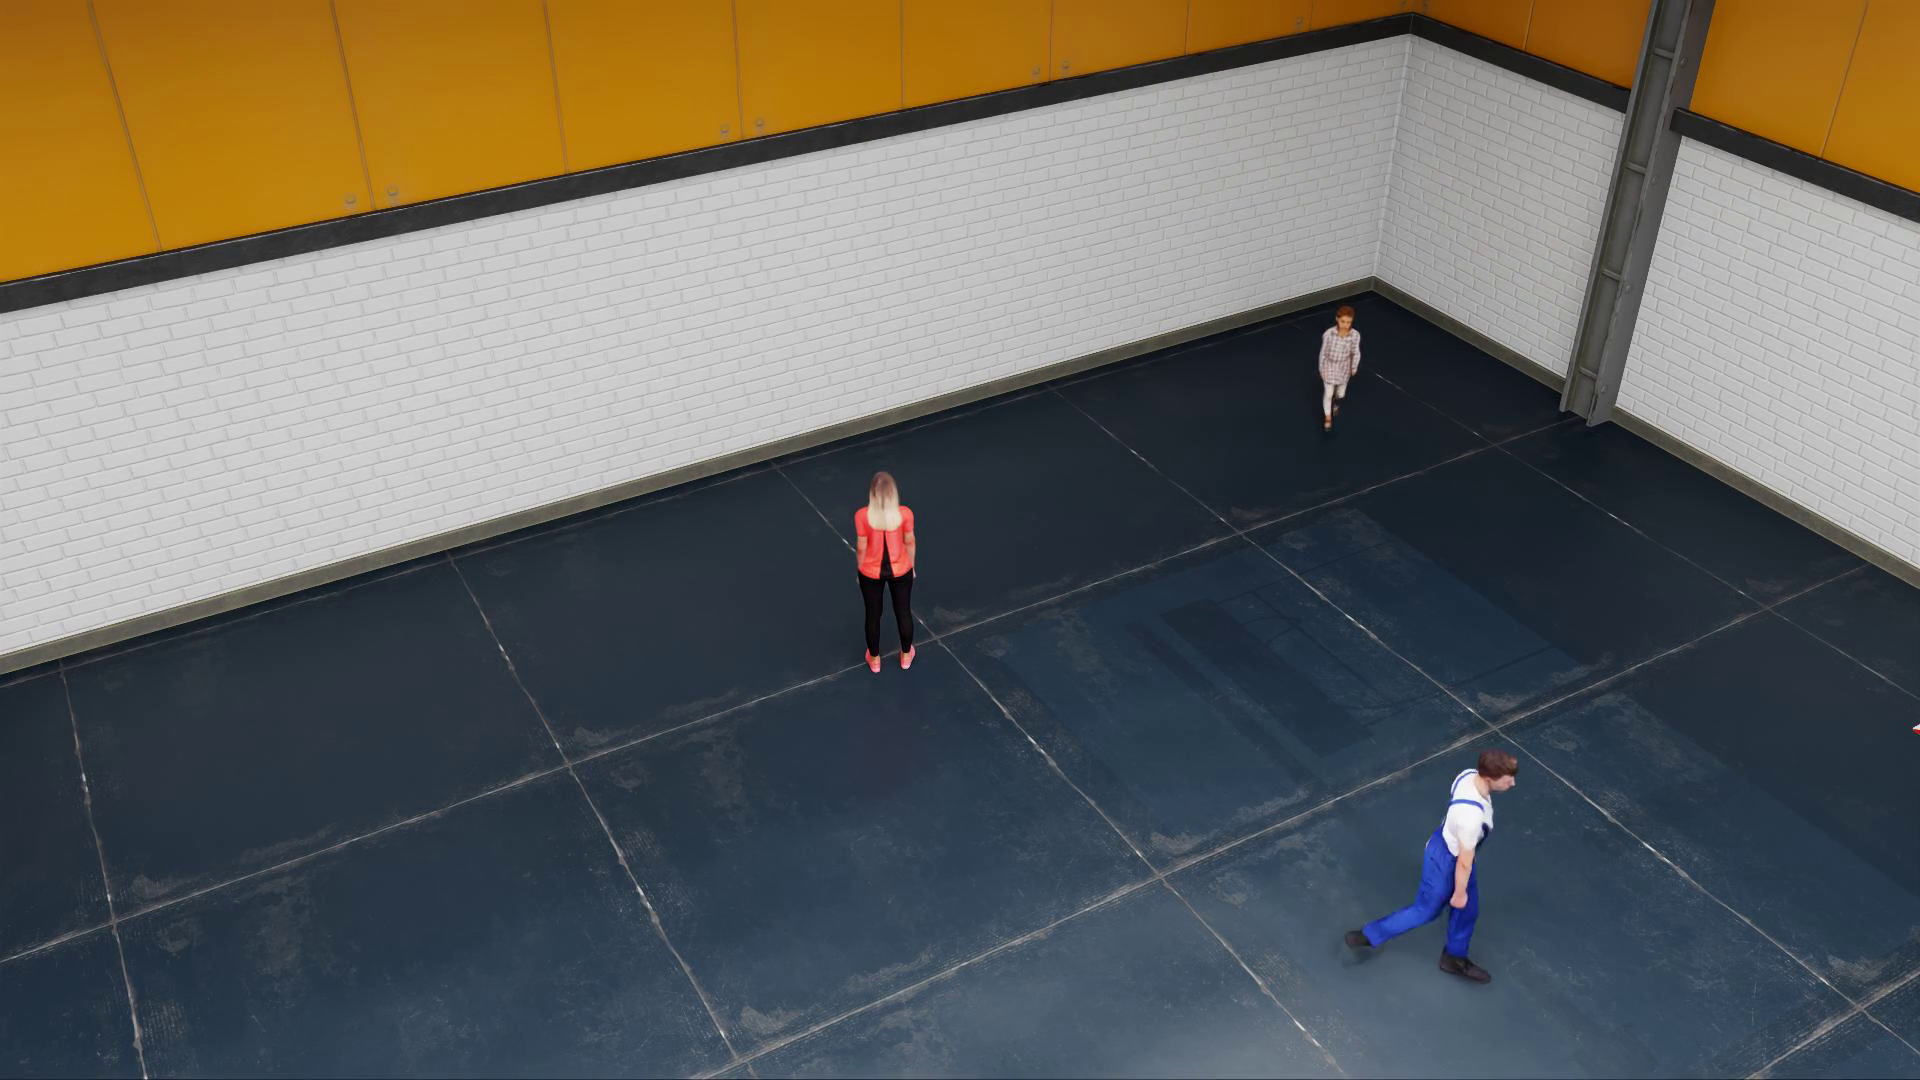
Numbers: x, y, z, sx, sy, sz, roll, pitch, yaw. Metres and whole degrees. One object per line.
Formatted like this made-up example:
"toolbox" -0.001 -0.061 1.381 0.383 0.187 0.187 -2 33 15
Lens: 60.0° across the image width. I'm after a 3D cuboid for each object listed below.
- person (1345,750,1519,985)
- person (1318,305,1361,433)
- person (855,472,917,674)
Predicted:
"person" 2.789 1.889 9.753 1.190 1.806 1.055 9 35 13
"person" 3.511 -1.657 15.556 0.722 1.288 0.794 5 34 8
"person" -0.551 0.236 12.341 0.668 1.694 0.656 -4 34 -6
